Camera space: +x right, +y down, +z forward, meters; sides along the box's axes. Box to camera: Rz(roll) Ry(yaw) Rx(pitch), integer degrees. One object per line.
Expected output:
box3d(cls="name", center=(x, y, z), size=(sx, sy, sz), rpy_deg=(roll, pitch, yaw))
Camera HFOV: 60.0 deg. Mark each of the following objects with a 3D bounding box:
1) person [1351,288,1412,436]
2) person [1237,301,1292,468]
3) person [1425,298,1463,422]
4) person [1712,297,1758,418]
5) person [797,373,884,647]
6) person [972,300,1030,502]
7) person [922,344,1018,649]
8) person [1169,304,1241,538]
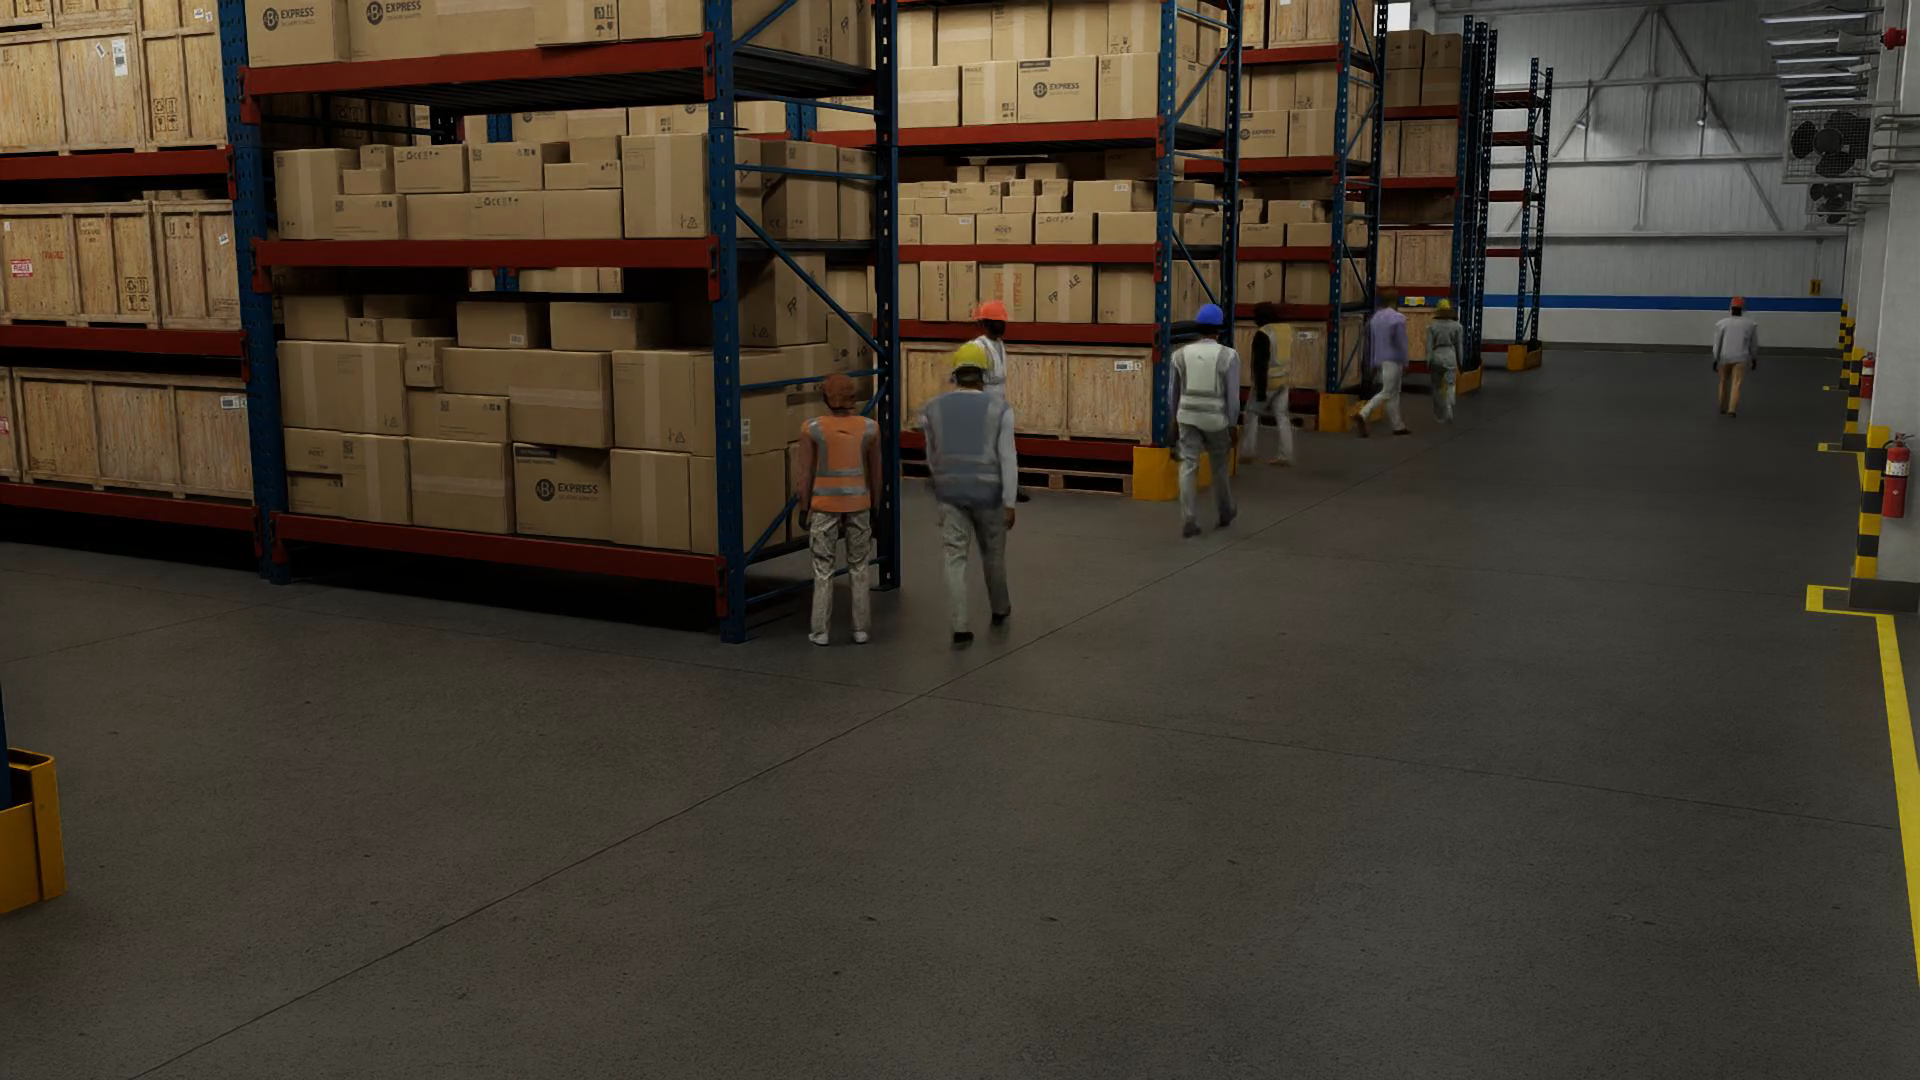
box3d(cls="person", center=(5.368, -2.243, 21.146), size=(0.895, 1.895, 0.662), rpy_deg=(-3, 10, -19))
box3d(cls="person", center=(3.298, -1.692, 18.138), size=(0.656, 1.802, 0.812), rpy_deg=(-10, 14, -44))
box3d(cls="person", center=(6.609, -2.438, 22.734), size=(0.524, 1.704, 0.710), rpy_deg=(3, 10, 15))
box3d(cls="person", center=(11.019, -2.589, 23.647), size=(0.586, 1.705, 0.911), rpy_deg=(5, 11, 27))
box3d(cls="person", center=(-0.705, -0.176, 9.880), size=(0.525, 1.631, 0.312), rpy_deg=(-3, 10, -18))
box3d(cls="person", center=(0.202, -1.304, 15.643), size=(0.879, 1.912, 0.552), rpy_deg=(5, 11, 28))
box3d(cls="person", center=(0.083, -0.285, 10.058), size=(0.593, 1.776, 0.940), rpy_deg=(2, 10, 10))
box3d(cls="person", center=(2.070, -1.004, 13.885), size=(0.639, 1.896, 0.965), rpy_deg=(5, 11, 25))
